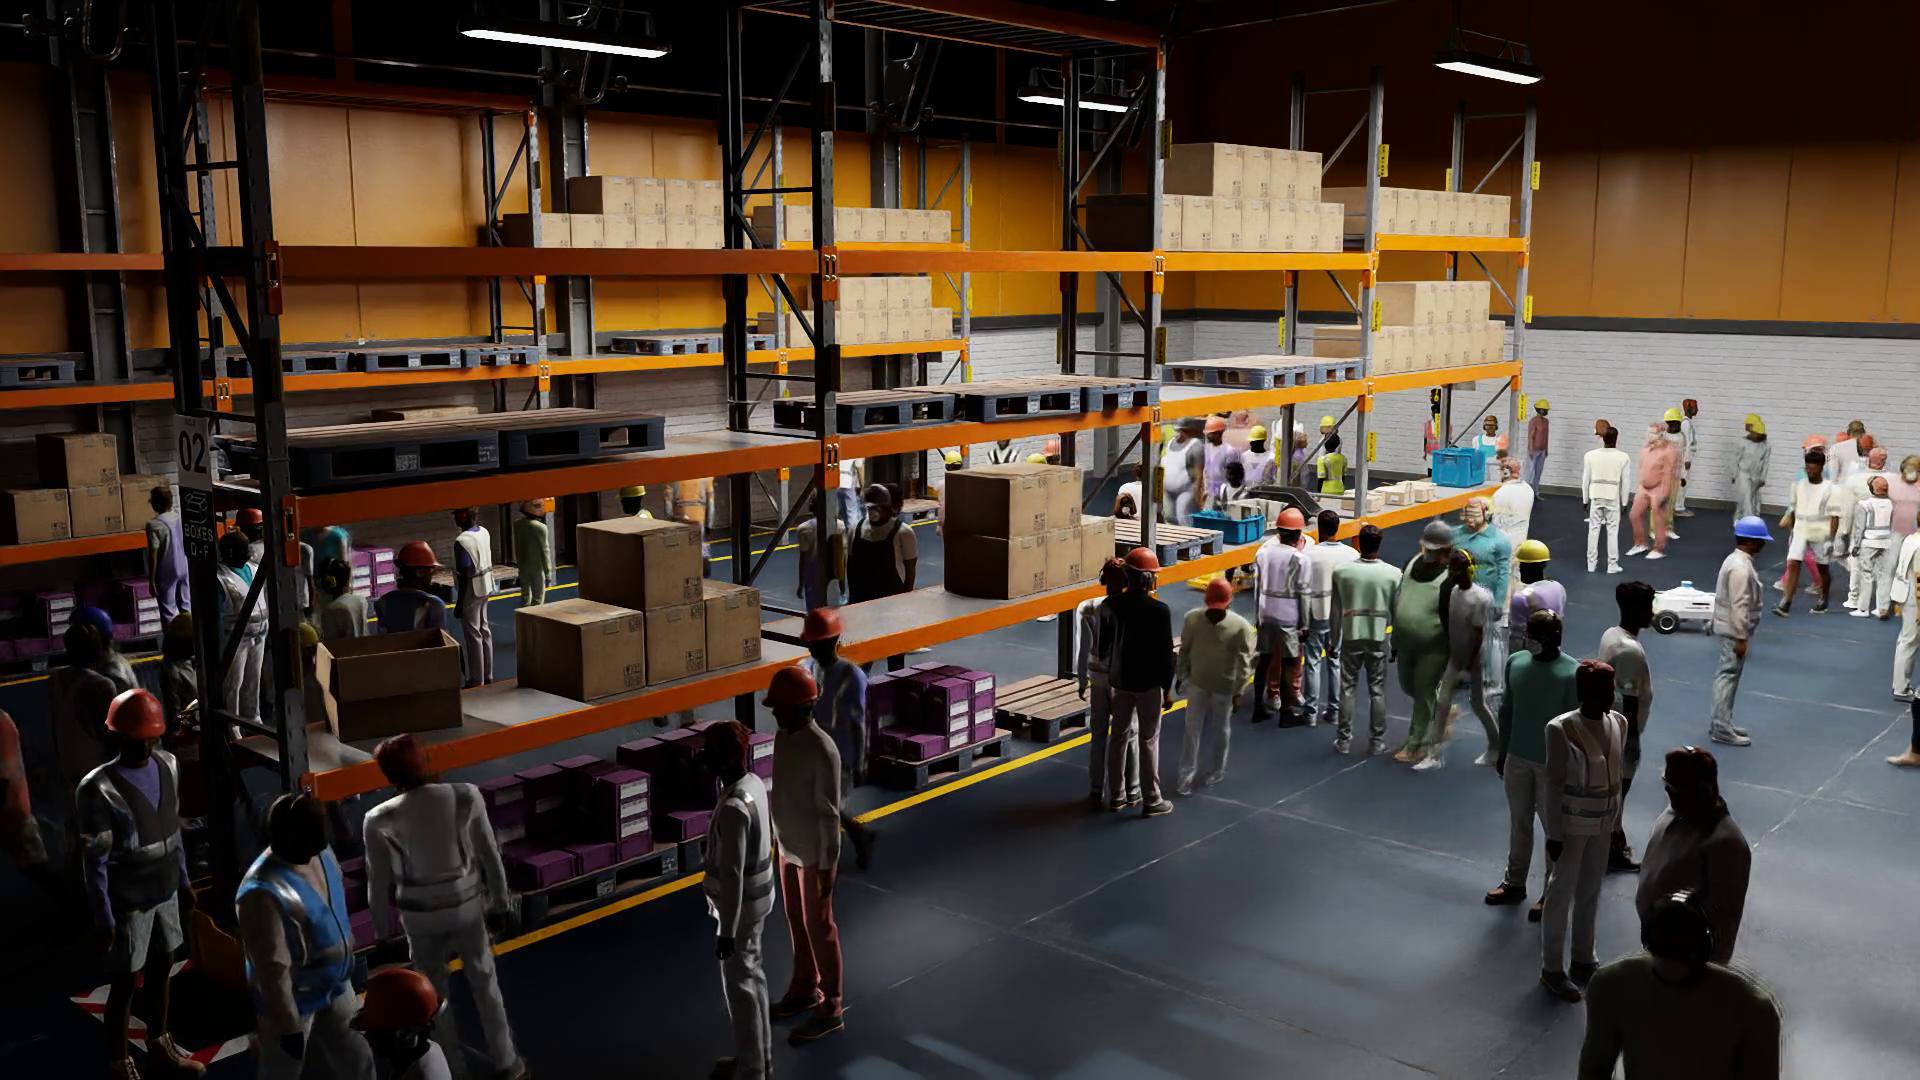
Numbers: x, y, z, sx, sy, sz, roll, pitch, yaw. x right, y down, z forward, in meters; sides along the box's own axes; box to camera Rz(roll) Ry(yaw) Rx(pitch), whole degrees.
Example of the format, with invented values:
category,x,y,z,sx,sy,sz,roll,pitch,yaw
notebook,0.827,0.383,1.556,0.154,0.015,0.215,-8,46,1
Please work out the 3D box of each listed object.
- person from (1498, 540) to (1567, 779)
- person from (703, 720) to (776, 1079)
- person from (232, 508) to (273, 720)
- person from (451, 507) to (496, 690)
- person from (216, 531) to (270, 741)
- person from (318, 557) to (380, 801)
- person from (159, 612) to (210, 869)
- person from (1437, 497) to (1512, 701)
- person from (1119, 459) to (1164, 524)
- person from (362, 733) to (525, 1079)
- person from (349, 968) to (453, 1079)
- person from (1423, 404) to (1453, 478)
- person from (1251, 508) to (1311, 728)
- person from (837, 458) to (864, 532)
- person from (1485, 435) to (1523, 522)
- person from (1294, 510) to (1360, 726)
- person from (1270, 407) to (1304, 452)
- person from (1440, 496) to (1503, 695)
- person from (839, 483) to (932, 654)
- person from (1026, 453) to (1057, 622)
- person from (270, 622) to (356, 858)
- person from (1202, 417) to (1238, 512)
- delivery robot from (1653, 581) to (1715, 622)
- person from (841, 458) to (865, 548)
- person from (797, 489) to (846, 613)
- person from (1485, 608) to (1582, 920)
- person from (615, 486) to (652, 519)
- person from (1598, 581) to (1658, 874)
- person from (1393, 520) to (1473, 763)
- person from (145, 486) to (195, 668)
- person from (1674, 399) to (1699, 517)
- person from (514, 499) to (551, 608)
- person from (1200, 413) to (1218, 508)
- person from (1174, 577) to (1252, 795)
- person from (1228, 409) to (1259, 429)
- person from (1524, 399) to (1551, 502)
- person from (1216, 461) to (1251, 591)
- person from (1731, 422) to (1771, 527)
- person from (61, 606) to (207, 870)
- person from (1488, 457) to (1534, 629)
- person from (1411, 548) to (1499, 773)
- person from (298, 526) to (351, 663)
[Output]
category,x,y,z,sx,sy,sz,roll,pitch,yaw
person,4.468,0.949,13.001,0.581,1.919,0.399,-6,11,-33
person,-1.073,1.789,8.097,0.339,1.877,0.584,0,10,2
person,-6.236,0.639,14.814,0.388,1.929,0.544,4,10,23
person,-4.602,0.527,15.721,0.390,1.846,0.565,1,10,6
person,-5.995,0.836,13.882,0.429,1.846,0.625,2,10,14
person,-4.645,1.048,12.574,0.329,1.862,0.510,3,10,16
person,-5.189,1.340,11.208,0.341,1.735,0.489,-1,10,-4
person,4.750,0.546,15.442,0.639,1.903,0.407,9,13,43
person,2.063,-0.015,18.952,0.564,1.846,0.390,7,12,34
person,-2.506,1.821,8.029,0.676,1.835,0.351,-4,10,-24
person,-1.834,2.271,5.579,0.327,1.753,0.563,-4,10,-24
person,8.065,-1.468,28.129,0.334,1.686,0.530,-9,13,-42
person,2.843,0.678,14.609,0.549,1.926,0.428,9,13,43
person,-1.640,-0.716,23.224,0.609,1.826,0.414,2,10,14
person,7.425,-0.597,22.797,0.573,1.720,0.789,4,10,24
person,3.216,0.686,14.599,0.602,1.906,0.411,-3,10,-19
person,5.139,-1.245,26.211,0.575,1.880,0.359,9,13,42
person,4.815,0.526,15.599,0.699,1.887,0.589,2,10,12
person,-0.918,0.298,17.210,1.168,1.822,0.613,-1,10,-4
person,0.888,-0.029,18.839,0.581,1.919,0.399,8,12,40
person,-4.323,1.380,11.031,0.538,1.711,0.945,4,10,20
person,3.484,-0.651,22.238,0.573,2.015,0.643,-6,11,-33
delivery robot,7.975,0.695,18.282,0.707,0.478,0.477,2,10,10
person,-1.579,-0.848,23.674,0.352,1.929,0.594,-7,12,-34
person,-1.365,0.410,16.424,0.515,1.842,0.328,-5,11,-28
person,3.607,1.378,10.366,0.371,1.940,0.630,-6,11,-34
person,-3.220,0.340,16.637,0.407,1.918,0.584,-1,10,-9
person,4.442,1.232,11.153,0.362,1.963,0.611,1,10,8
person,3.885,0.778,13.643,0.803,2.000,0.706,-6,11,-31
person,-7.915,0.368,16.691,0.342,1.839,0.517,4,10,25
person,11.631,-1.324,26.656,0.345,1.882,0.584,3,10,16
person,-4.510,0.321,17.617,0.503,1.623,0.298,7,12,35
person,4.102,-1.286,27.155,0.309,1.641,0.512,1,10,5
person,1.885,1.111,12.666,0.617,1.691,0.844,4,10,24
person,4.503,-1.352,26.577,0.471,1.966,0.637,-5,11,-28
person,9.821,-1.520,28.215,0.527,1.758,0.342,-8,12,-38
person,3.383,-0.153,20.314,0.836,1.653,0.527,-7,12,-35
person,11.966,-0.975,25.215,0.482,1.672,0.928,0,10,3
person,-5.329,1.344,10.662,0.754,1.920,0.631,-5,11,-28
person,6.084,0.027,18.525,0.652,1.905,0.409,-8,13,-41
person,4.057,0.950,13.277,0.880,1.825,0.523,-5,11,-26
person,-6.099,0.482,16.138,0.562,1.803,0.898,3,10,15
